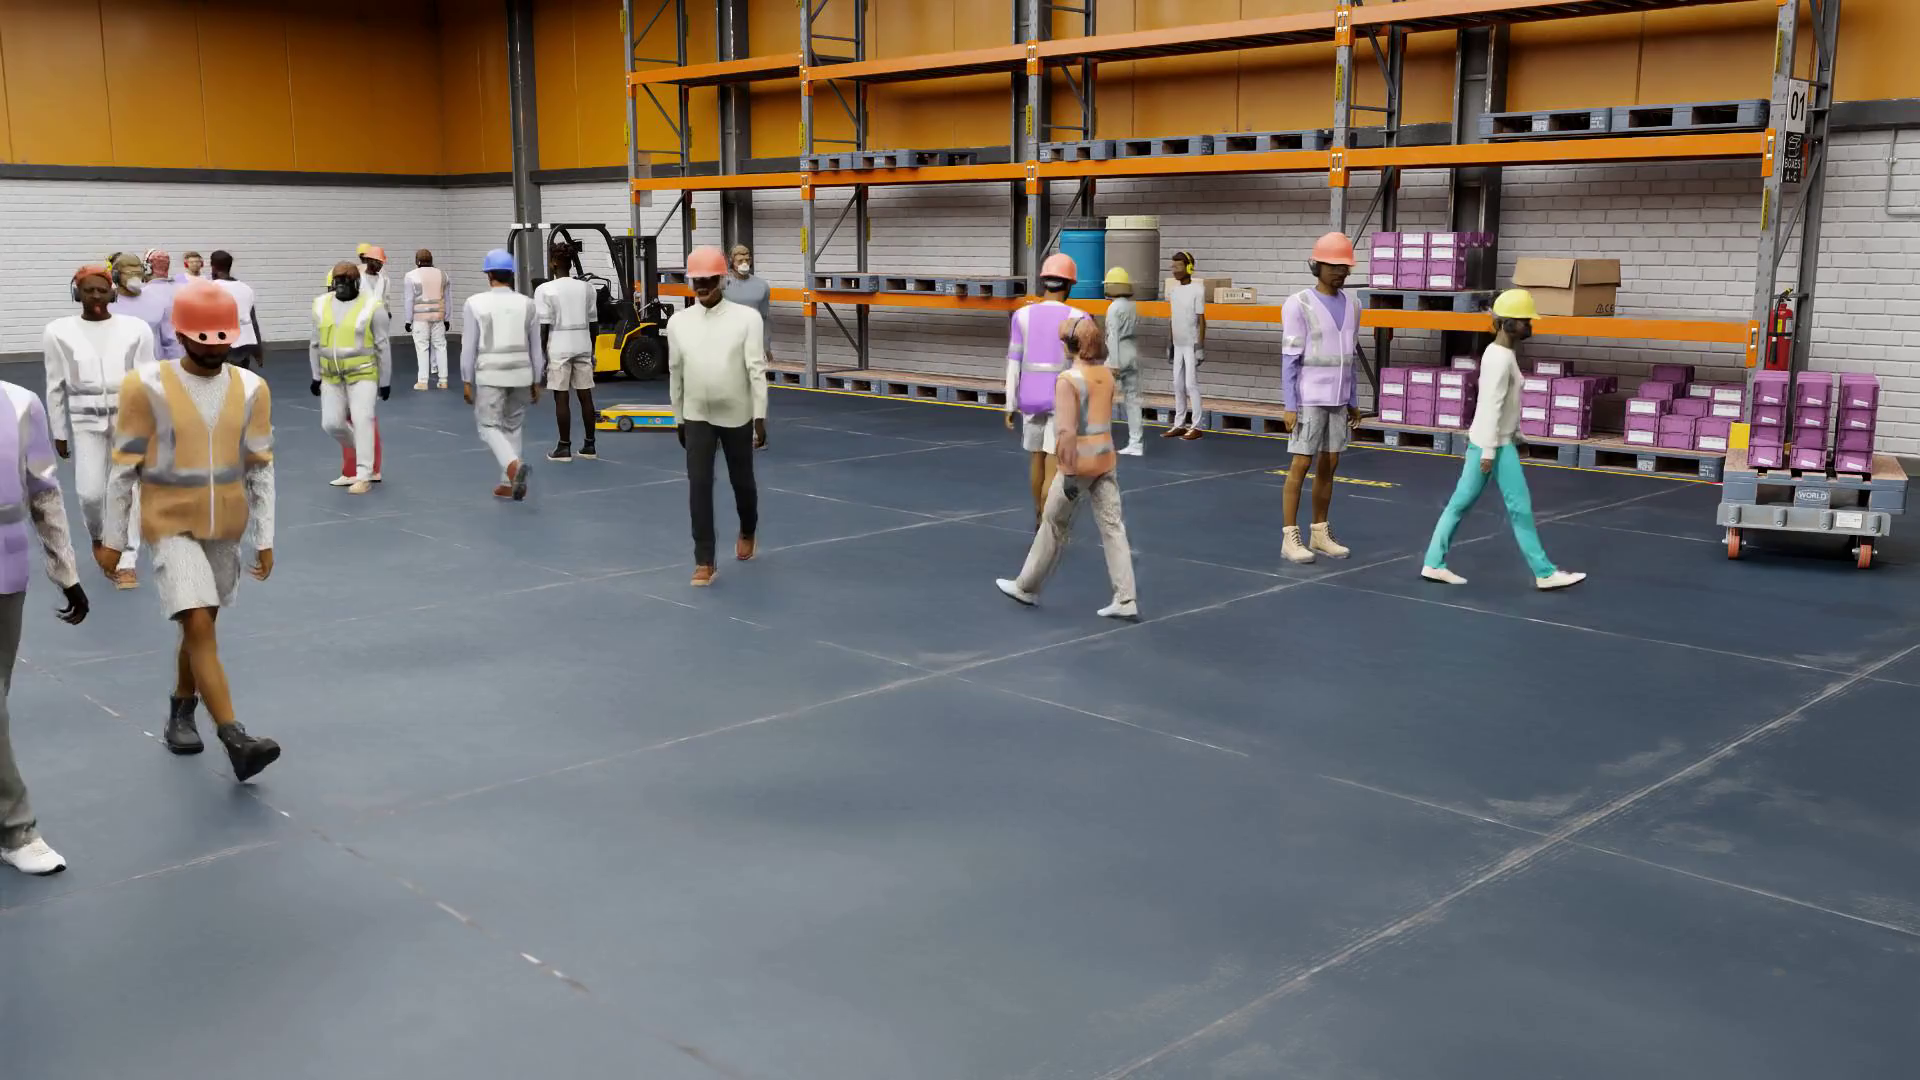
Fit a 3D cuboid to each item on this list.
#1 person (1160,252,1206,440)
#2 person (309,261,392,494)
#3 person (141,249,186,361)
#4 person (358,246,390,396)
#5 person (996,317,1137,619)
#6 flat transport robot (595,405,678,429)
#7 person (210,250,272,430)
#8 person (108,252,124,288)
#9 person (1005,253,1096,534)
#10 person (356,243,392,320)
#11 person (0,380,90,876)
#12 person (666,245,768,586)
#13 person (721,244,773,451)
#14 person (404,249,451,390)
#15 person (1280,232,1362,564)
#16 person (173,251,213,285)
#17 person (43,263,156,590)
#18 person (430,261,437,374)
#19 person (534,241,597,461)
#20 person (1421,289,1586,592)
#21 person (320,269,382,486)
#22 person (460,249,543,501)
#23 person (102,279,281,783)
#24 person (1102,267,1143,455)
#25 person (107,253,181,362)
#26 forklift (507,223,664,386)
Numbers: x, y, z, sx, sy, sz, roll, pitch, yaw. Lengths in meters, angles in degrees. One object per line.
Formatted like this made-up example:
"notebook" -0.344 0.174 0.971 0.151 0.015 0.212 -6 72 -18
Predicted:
"person" 2.241 -1.920 16.535 0.326 1.855 0.539 -6 12 -31
"person" -4.775 -1.285 13.155 0.638 1.823 0.581 2 11 9
"person" -6.691 -1.478 13.970 0.407 1.909 0.638 3 11 15
"person" -7.565 -2.793 21.213 0.631 1.884 0.991 -7 12 -33
"person" 0.617 -0.387 8.866 0.878 1.585 0.534 8 13 39
"flat transport robot" -3.096 -1.287 17.392 1.431 0.197 0.652 1 10 5
"person" -6.970 -1.860 16.133 0.656 1.887 0.616 3 11 17
"person" -10.321 -2.613 20.416 0.984 1.828 0.518 9 14 40
"person" 0.632 -0.905 10.874 0.557 1.895 0.905 4 11 20
"person" -8.725 -3.425 24.561 0.624 1.911 0.550 -1 10 -3
"person" -3.271 0.103 5.409 0.929 1.886 0.595 6 12 29
"person" -1.419 -0.760 9.895 0.605 1.971 0.887 1 10 4
"person" -2.043 -1.790 15.581 0.638 1.938 0.356 -7 12 -33
"person" -7.022 -2.903 21.917 0.636 1.842 0.429 -10 14 -42
"person" 2.263 -0.873 10.306 0.614 2.039 0.394 -6 12 -32
"person" -9.903 -2.838 21.664 0.593 1.801 0.934 -8 13 -36
"person" -4.950 -0.665 9.653 0.581 1.865 0.618 -5 12 -27
"person" -7.715 -3.270 24.167 0.553 1.736 0.740 -3 11 -18
"person" -3.531 -1.687 14.947 0.608 1.966 0.371 -10 14 -42
"person" 3.100 -0.561 9.477 0.903 1.717 0.535 2 11 11
"person" -4.960 -1.316 13.469 0.328 1.769 0.526 7 12 32
"person" -3.392 -1.208 12.458 0.631 1.918 0.757 -8 13 -38
"person" -2.837 -0.035 6.226 1.043 1.853 0.608 9 14 41
"person" 1.434 -1.638 15.332 0.633 1.725 0.487 8 13 36
"person" -6.269 -1.223 12.625 0.980 1.908 0.641 9 14 40
"forklift" -5.316 -3.263 22.920 2.313 2.155 1.214 -10 14 -44
